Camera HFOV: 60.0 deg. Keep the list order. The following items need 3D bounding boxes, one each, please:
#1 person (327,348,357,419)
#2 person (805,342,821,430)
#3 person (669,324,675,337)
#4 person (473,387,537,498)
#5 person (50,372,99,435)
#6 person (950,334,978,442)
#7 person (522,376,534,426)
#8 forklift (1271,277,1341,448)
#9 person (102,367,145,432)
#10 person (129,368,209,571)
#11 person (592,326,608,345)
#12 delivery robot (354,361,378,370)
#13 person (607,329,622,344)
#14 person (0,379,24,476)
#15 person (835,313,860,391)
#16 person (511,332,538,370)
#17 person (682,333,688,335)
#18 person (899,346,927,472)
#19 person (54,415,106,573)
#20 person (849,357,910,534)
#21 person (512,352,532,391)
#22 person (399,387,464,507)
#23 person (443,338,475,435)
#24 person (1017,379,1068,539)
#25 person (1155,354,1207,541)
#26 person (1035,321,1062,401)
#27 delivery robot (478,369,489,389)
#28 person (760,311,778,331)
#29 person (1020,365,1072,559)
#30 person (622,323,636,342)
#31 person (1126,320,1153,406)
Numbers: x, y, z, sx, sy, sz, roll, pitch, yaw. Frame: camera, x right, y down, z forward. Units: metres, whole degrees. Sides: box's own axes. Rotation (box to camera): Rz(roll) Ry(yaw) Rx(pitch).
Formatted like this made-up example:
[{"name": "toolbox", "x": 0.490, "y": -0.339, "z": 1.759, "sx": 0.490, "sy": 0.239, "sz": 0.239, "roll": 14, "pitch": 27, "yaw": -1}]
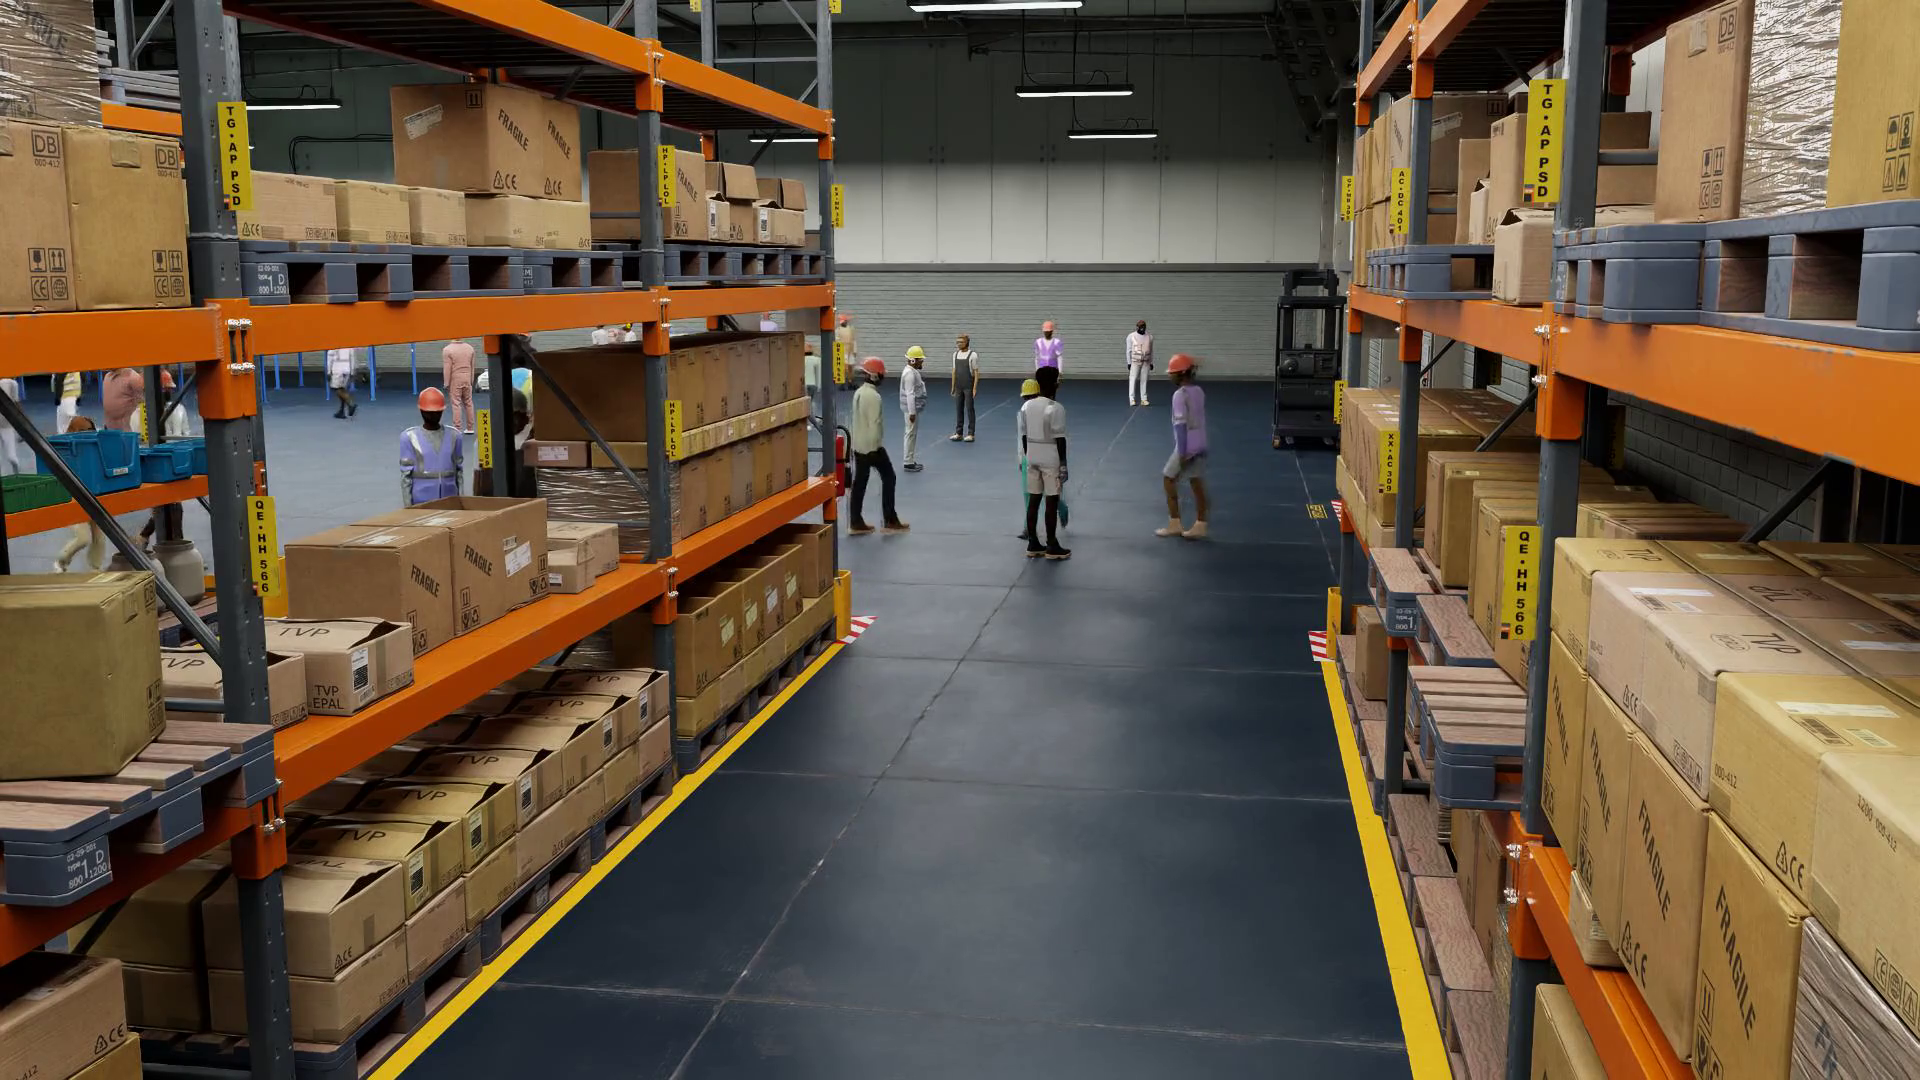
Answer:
[{"name": "person", "x": -12.221, "y": -3.354, "z": 32.887, "sx": 0.673, "sy": 1.918, "sz": 0.564, "roll": 5, "pitch": 11, "yaw": 29}, {"name": "person", "x": -2.859, "y": -2.840, "z": 30.668, "sx": 0.505, "sy": 1.607, "sz": 0.702, "roll": -5, "pitch": 10, "yaw": -26}, {"name": "person", "x": -7.198, "y": -4.503, "z": 40.832, "sx": 0.520, "sy": 1.636, "sz": 0.312, "roll": 2, "pitch": 9, "yaw": 13}, {"name": "person", "x": -3.583, "y": -0.231, "z": 13.371, "sx": 0.722, "sy": 2.000, "sz": 0.643, "roll": 1, "pitch": 9, "yaw": 4}, {"name": "person", "x": -14.510, "y": -2.371, "z": 27.162, "sx": 0.819, "sy": 1.810, "sz": 0.619, "roll": -2, "pitch": 9, "yaw": -12}, {"name": "person", "x": 0.072, "y": -2.618, "z": 28.563, "sx": 0.514, "sy": 1.844, "sz": 0.328, "roll": 6, "pitch": 11, "yaw": 34}, {"name": "person", "x": -5.253, "y": -1.374, "z": 20.905, "sx": 0.429, "sy": 1.840, "sz": 0.632, "roll": -6, "pitch": 11, "yaw": -32}, {"name": "forklift", "x": 5.847, "y": -3.016, "z": 27.970, "sx": 1.129, "sy": 2.768, "sz": 1.873, "roll": 1, "pitch": 9, "yaw": 9}, {"name": "person", "x": -10.966, "y": -1.545, "z": 21.759, "sx": 0.638, "sy": 1.910, "sz": 0.407, "roll": 3, "pitch": 10, "yaw": 20}, {"name": "person", "x": -7.804, "y": -0.684, "z": 16.185, "sx": 0.978, "sy": 2.006, "sz": 0.606, "roll": 3, "pitch": 10, "yaw": 17}, {"name": "person", "x": -8.156, "y": -4.131, "z": 37.823, "sx": 0.538, "sy": 1.869, "sz": 0.313, "roll": -9, "pitch": 13, "yaw": -44}, {"name": "delivery robot", "x": -15.611, "y": -4.568, "z": 43.605, "sx": 0.698, "sy": 0.223, "sz": 0.335, "roll": 4, "pitch": 10, "yaw": 24}, {"name": "person", "x": -6.130, "y": -2.801, "z": 29.536, "sx": 0.683, "sy": 1.893, "sz": 0.432, "roll": 5, "pitch": 11, "yaw": 31}, {"name": "person", "x": -12.165, "y": -1.408, "z": 21.065, "sx": 0.540, "sy": 1.860, "sz": 0.423, "roll": -3, "pitch": 10, "yaw": -18}, {"name": "person", "x": -2.713, "y": -4.592, "z": 40.653, "sx": 0.736, "sy": 1.891, "sz": 0.398, "roll": -7, "pitch": 11, "yaw": -35}, {"name": "person", "x": -7.721, "y": -2.812, "z": 29.346, "sx": 0.612, "sy": 1.977, "sz": 0.725, "roll": 4, "pitch": 10, "yaw": 24}, {"name": "person", "x": -5.298, "y": -3.079, "z": 31.754, "sx": 0.849, "sy": 1.738, "sz": 0.527, "roll": -7, "pitch": 11, "yaw": -36}, {"name": "person", "x": -0.687, "y": -1.931, "z": 24.407, "sx": 0.404, "sy": 1.825, "sz": 0.599, "roll": 0, "pitch": 9, "yaw": -2}, {"name": "person", "x": -8.011, "y": -0.335, "z": 15.187, "sx": 0.457, "sy": 1.622, "sz": 0.504, "roll": 3, "pitch": 10, "yaw": 17}, {"name": "person", "x": -0.904, "y": -1.055, "z": 18.538, "sx": 0.797, "sy": 1.965, "sz": 0.629, "roll": -5, "pitch": 11, "yaw": -29}, {"name": "person", "x": -6.823, "y": -2.119, "z": 25.995, "sx": 0.543, "sy": 1.669, "sz": 0.693, "roll": 0, "pitch": 9, "yaw": -2}, {"name": "person", "x": -4.496, "y": -0.345, "z": 14.267, "sx": 0.550, "sy": 1.933, "sz": 0.375, "roll": -7, "pitch": 11, "yaw": -36}, {"name": "person", "x": -8.928, "y": -2.810, "z": 29.561, "sx": 0.400, "sy": 1.910, "sz": 0.643, "roll": 7, "pitch": 11, "yaw": 36}, {"name": "person", "x": 0.902, "y": -0.905, "z": 18.314, "sx": 0.553, "sy": 1.738, "sz": 0.623, "roll": 7, "pitch": 12, "yaw": 38}, {"name": "person", "x": 2.408, "y": -1.007, "z": 18.093, "sx": 0.704, "sy": 2.013, "sz": 0.624, "roll": 7, "pitch": 12, "yaw": 37}, {"name": "person", "x": 1.805, "y": -3.503, "z": 33.859, "sx": 0.553, "sy": 1.907, "sz": 0.932, "roll": 1, "pitch": 9, "yaw": 7}, {"name": "delivery robot", "x": -11.410, "y": -3.875, "z": 40.127, "sx": 0.477, "sy": 0.478, "sz": 0.707, "roll": -1, "pitch": 9, "yaw": -6}, {"name": "person", "x": -4.934, "y": -4.915, "z": 42.546, "sx": 0.645, "sy": 1.907, "sz": 0.400, "roll": 1, "pitch": 9, "yaw": 5}, {"name": "person", "x": 0.879, "y": -0.802, "z": 16.993, "sx": 0.367, "sy": 1.966, "sz": 0.604, "roll": -8, "pitch": 12, "yaw": -41}, {"name": "person", "x": -7.355, "y": -4.004, "z": 37.054, "sx": 0.309, "sy": 1.864, "sz": 0.535, "roll": -4, "pitch": 10, "yaw": -24}, {"name": "person", "x": 3.924, "y": -3.847, "z": 36.159, "sx": 0.621, "sy": 1.845, "sz": 0.429, "roll": -3, "pitch": 10, "yaw": -17}]
